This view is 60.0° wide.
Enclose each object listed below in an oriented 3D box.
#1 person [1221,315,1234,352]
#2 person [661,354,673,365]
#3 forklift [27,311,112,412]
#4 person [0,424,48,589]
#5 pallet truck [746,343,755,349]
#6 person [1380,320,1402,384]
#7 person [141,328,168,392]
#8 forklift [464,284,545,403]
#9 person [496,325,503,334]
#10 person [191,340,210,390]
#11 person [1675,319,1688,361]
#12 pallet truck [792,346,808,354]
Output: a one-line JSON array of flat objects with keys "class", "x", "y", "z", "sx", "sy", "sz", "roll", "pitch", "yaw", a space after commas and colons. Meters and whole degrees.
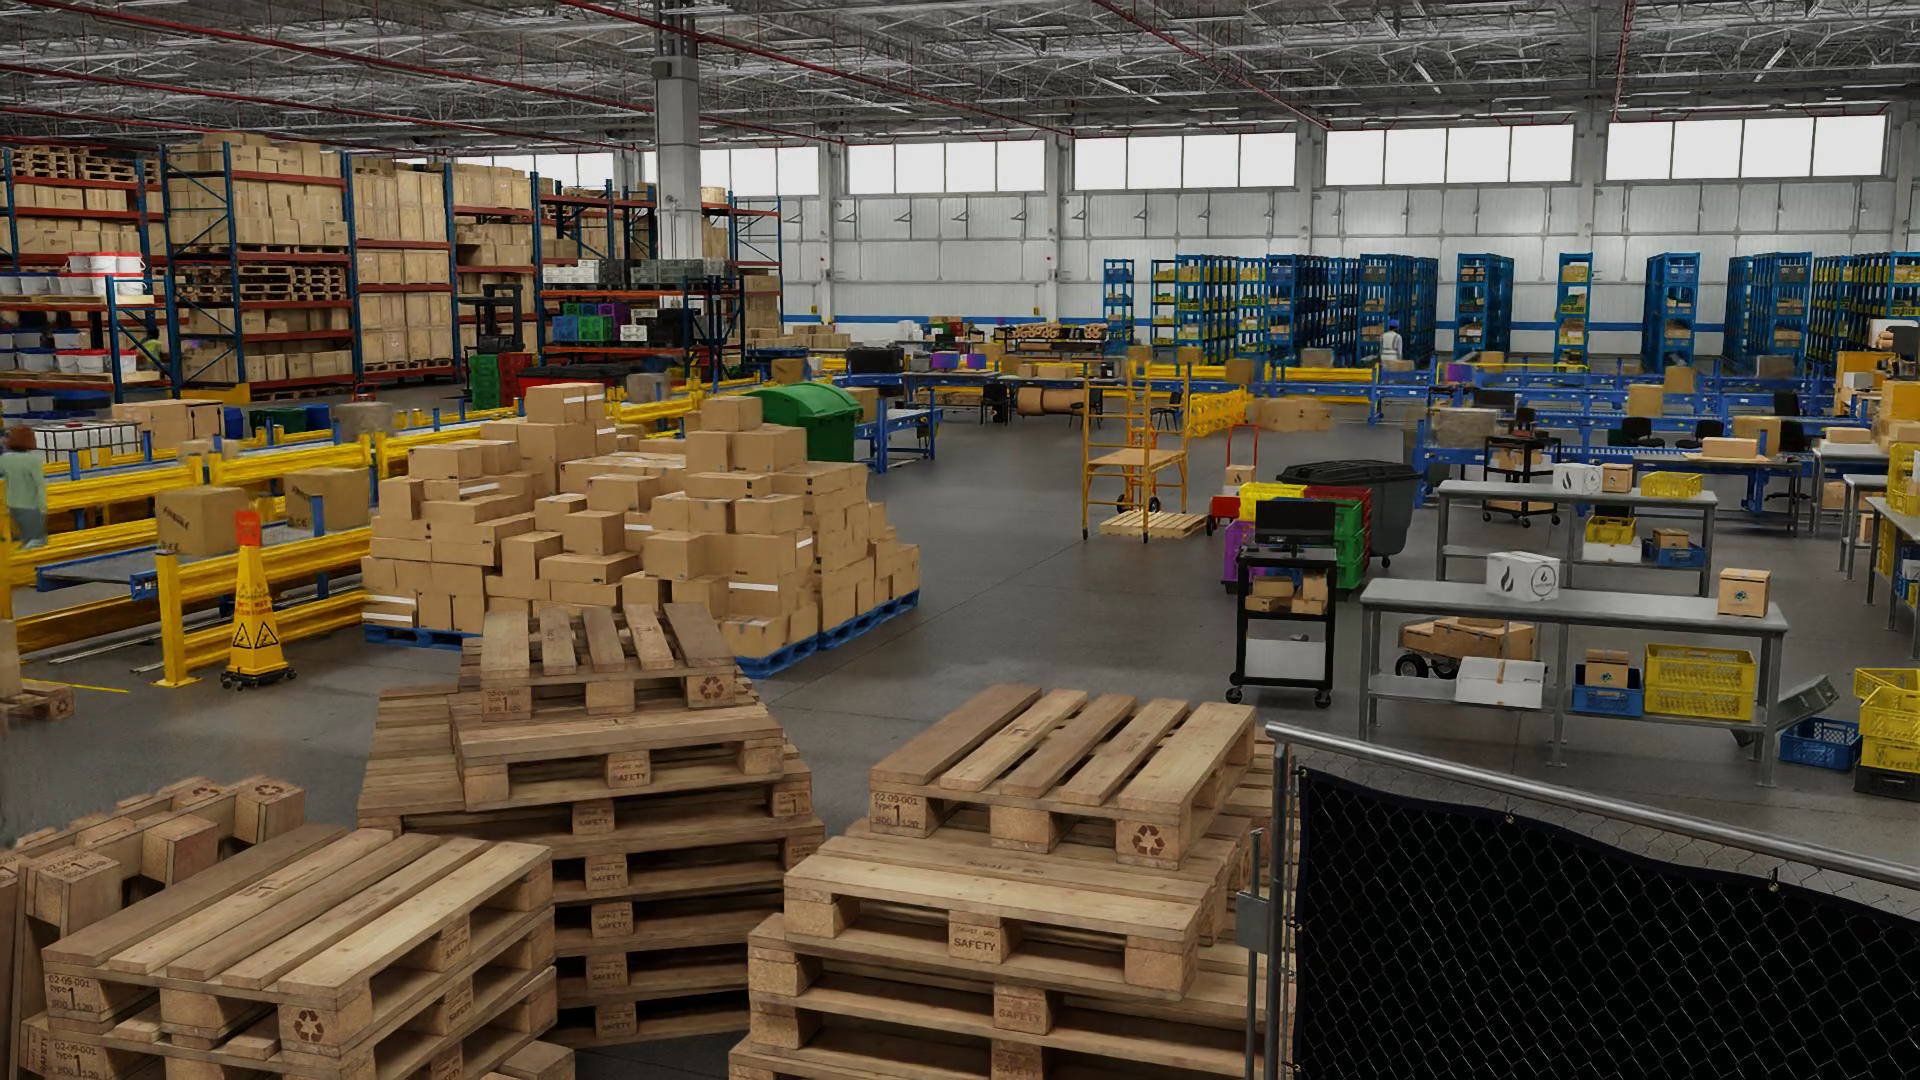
[{"class": "person", "x": 8.486, "y": -6.237, "z": 52.684, "sx": 0.955, "sy": 1.784, "sz": 0.609, "roll": 2, "pitch": 9, "yaw": 12}, {"class": "person", "x": -6.827, "y": -3.962, "z": 38.474, "sx": 0.521, "sy": 1.755, "sz": 0.533, "roll": -6, "pitch": 11, "yaw": -32}, {"class": "forklift", "x": -20.038, "y": -4.262, "z": 36.850, "sx": 1.873, "sy": 2.768, "sz": 1.129, "roll": 2, "pitch": 9, "yaw": 12}, {"class": "person", "x": -8.991, "y": -0.297, "z": 15.928, "sx": 0.503, "sy": 1.614, "sz": 0.561, "roll": 3, "pitch": 9, "yaw": 18}, {"class": "pallet truck", "x": -6.183, "y": -4.618, "z": 44.264, "sx": 1.601, "sy": 1.201, "sz": 0.680, "roll": -9, "pitch": 12, "yaw": -43}, {"class": "person", "x": 10.757, "y": -4.525, "z": 41.496, "sx": 0.626, "sy": 1.934, "sz": 0.437, "roll": 9, "pitch": 13, "yaw": 44}, {"class": "person", "x": -20.811, "y": -4.625, "z": 42.927, "sx": 0.538, "sy": 1.676, "sz": 0.718, "roll": 4, "pitch": 10, "yaw": 22}, {"class": "forklift", "x": -10.832, "y": -4.702, "z": 39.610, "sx": 1.129, "sy": 2.768, "sz": 1.873, "roll": 3, "pitch": 10, "yaw": 20}, {"class": "person", "x": -12.485, "y": -4.999, "z": 45.199, "sx": 0.557, "sy": 1.677, "sz": 0.526, "roll": 3, "pitch": 9, "yaw": 16}, {"class": "person", "x": -19.057, "y": -4.563, "z": 41.746, "sx": 0.565, "sy": 1.920, "sz": 0.553, "roll": 4, "pitch": 10, "yaw": 22}, {"class": "person", "x": 21.050, "y": -5.549, "z": 48.267, "sx": 0.889, "sy": 1.804, "sz": 0.581, "roll": 5, "pitch": 10, "yaw": 29}, {"class": "pallet truck", "x": -3.705, "y": -4.298, "z": 42.022, "sx": 0.653, "sy": 1.274, "sz": 1.630, "roll": 3, "pitch": 10, "yaw": 20}]
